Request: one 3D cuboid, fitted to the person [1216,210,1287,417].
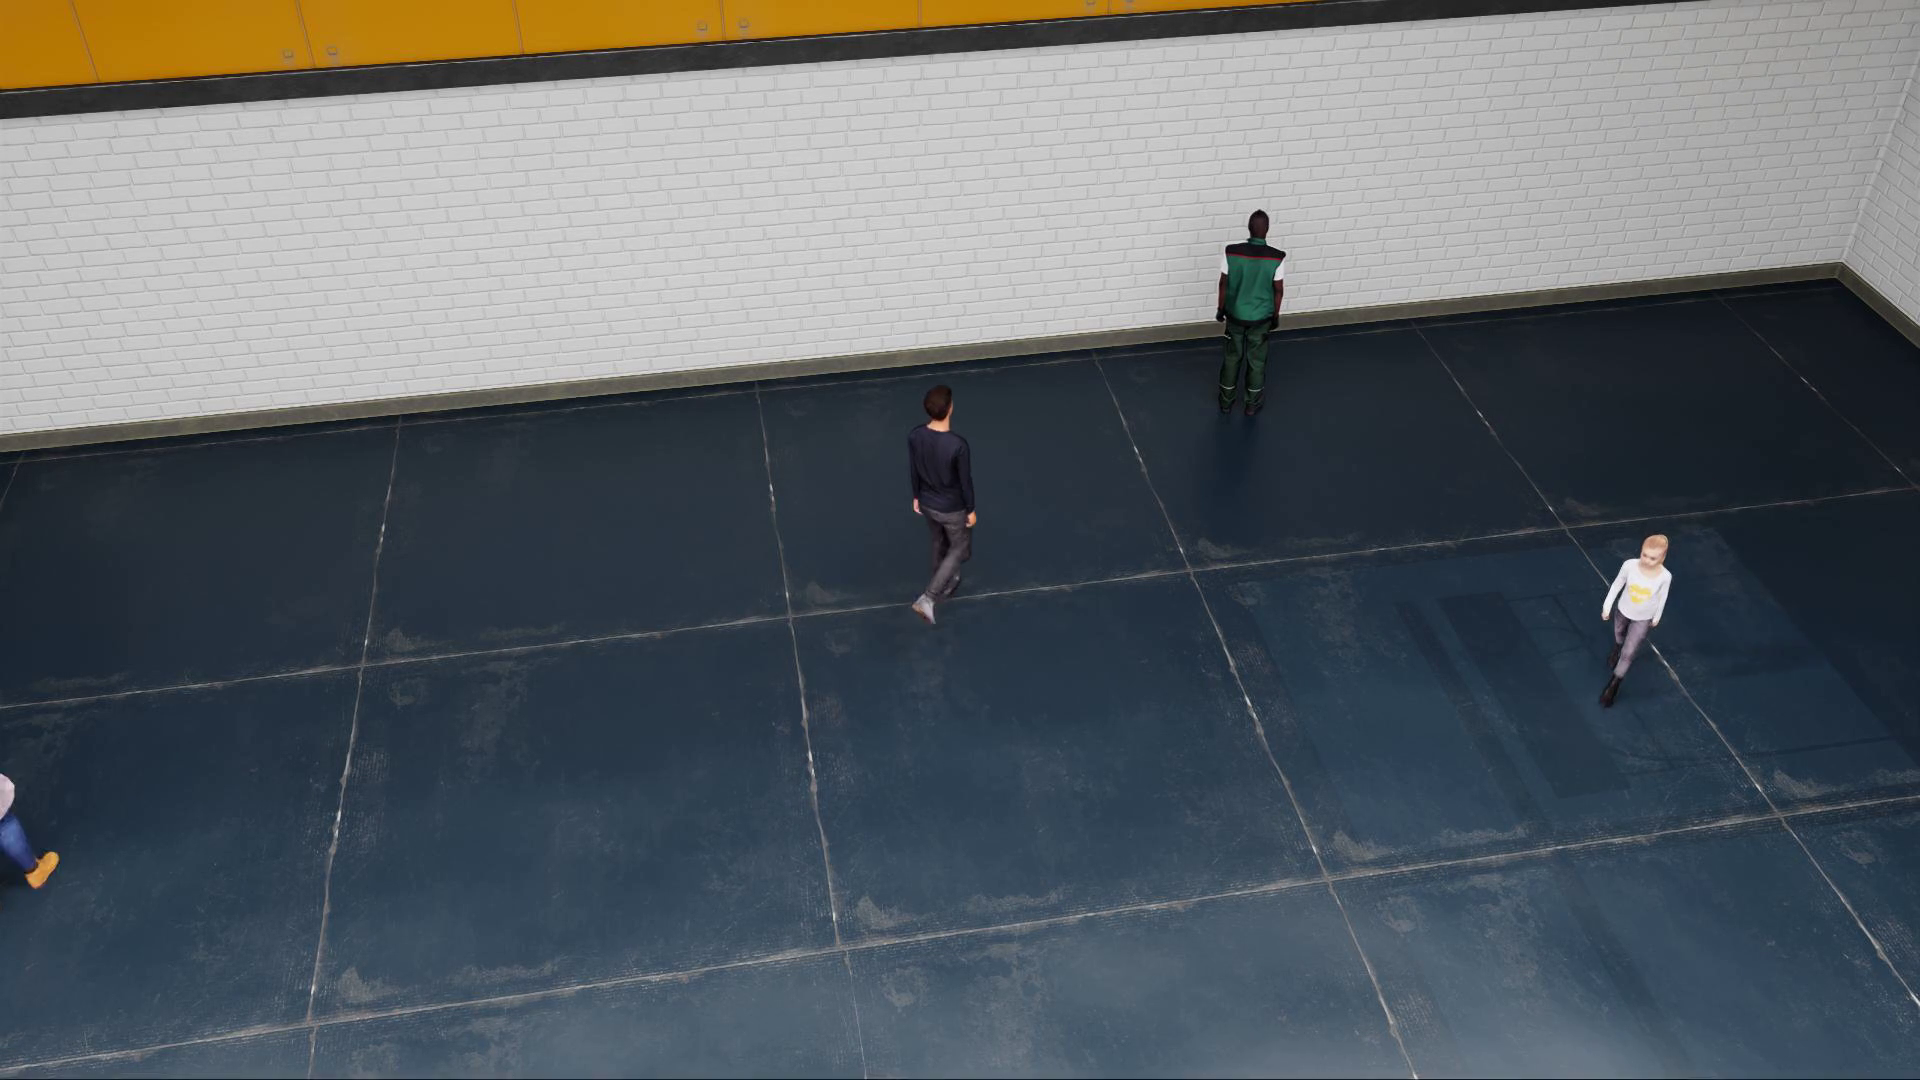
[{"bbox_3d":[2.358,-1.843,13.570,0.777,1.840,0.769,10,40,13],"label":"person"}]

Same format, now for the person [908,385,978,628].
[{"bbox_3d":[-0.148,-0.197,11.501,1.013,1.850,1.089,21,43,25],"label":"person"}]

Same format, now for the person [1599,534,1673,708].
[{"bbox_3d":[4.550,0.447,11.178,0.876,1.247,0.925,25,45,28],"label":"person"}]
